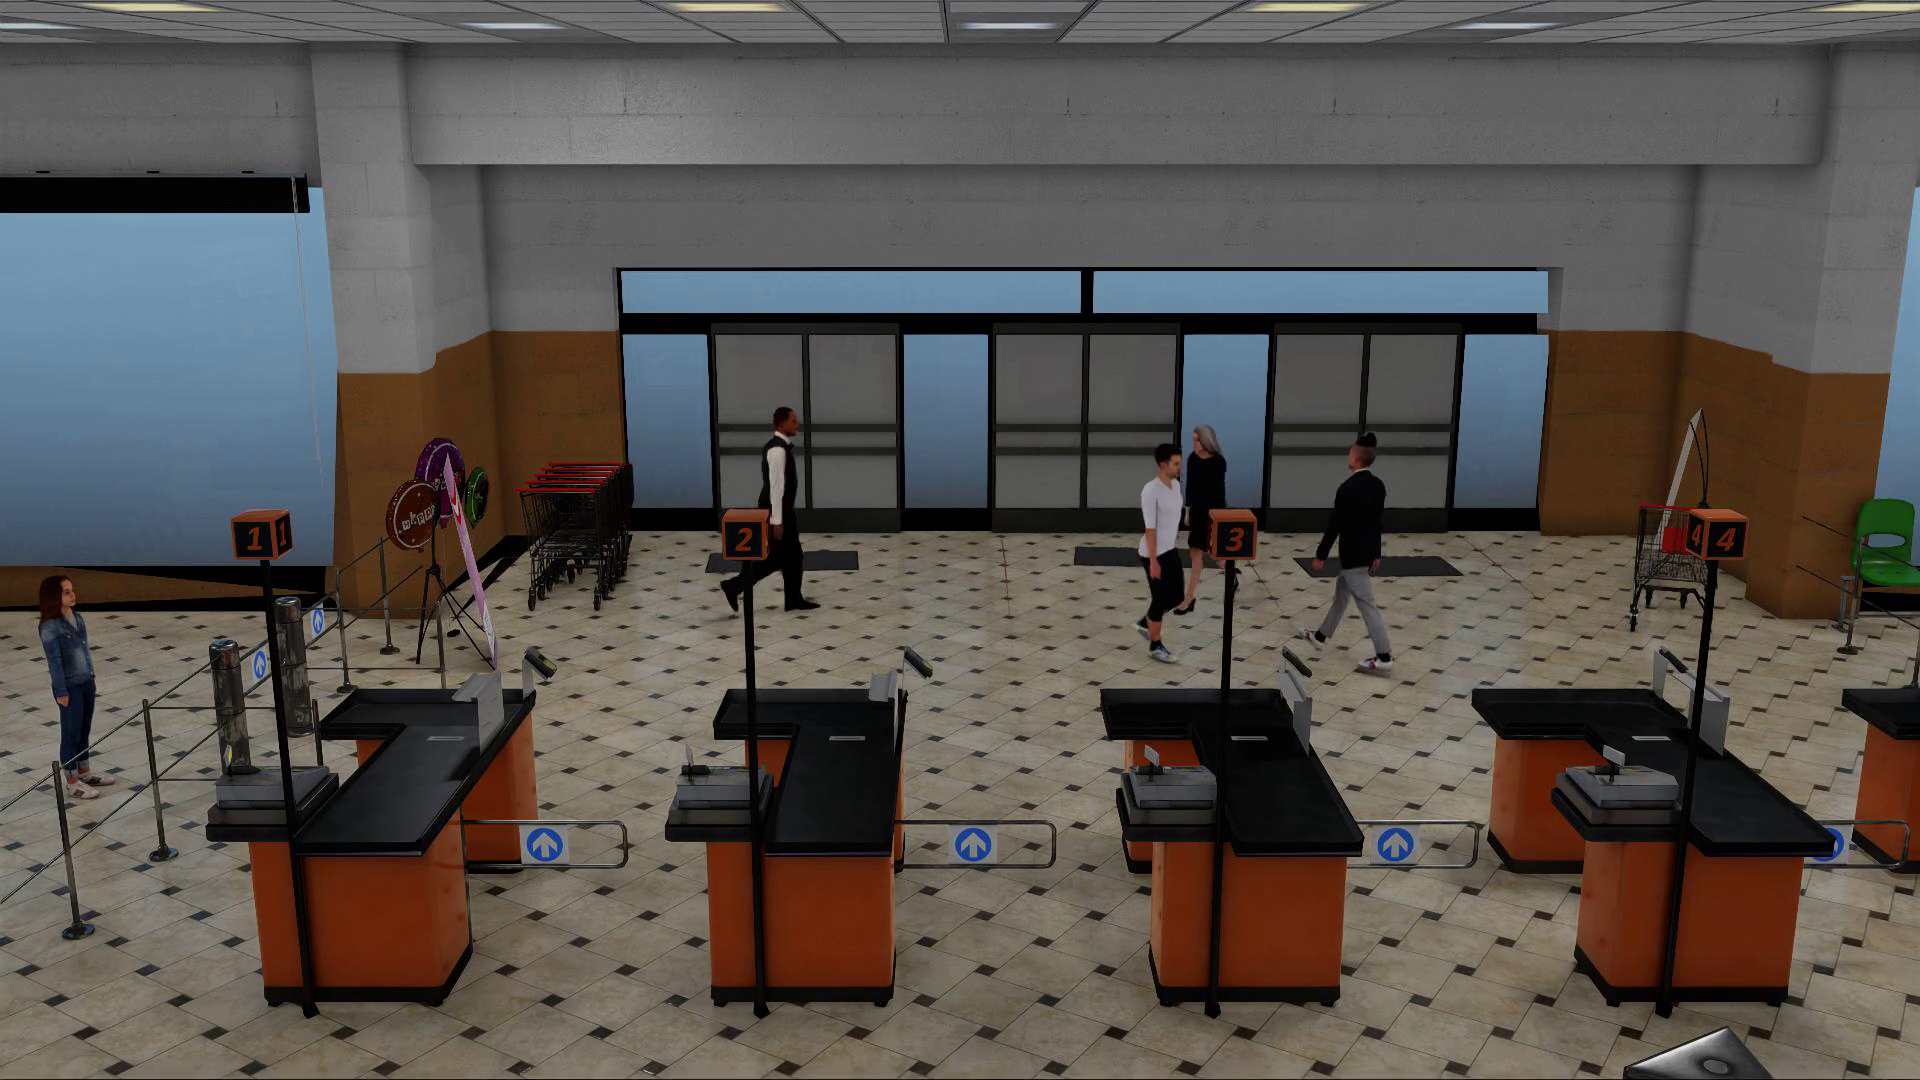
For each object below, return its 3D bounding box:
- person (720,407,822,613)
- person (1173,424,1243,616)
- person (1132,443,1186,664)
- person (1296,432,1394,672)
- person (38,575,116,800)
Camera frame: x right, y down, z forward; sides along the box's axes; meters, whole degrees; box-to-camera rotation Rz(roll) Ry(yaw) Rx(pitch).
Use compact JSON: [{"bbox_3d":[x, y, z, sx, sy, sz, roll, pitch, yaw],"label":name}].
[{"bbox_3d":[-1.740,-0.228,14.883,0.894,1.884,1.110,-3,14,-11],"label":"person"},{"bbox_3d":[2.294,-0.191,15.109,1.120,1.706,1.153,-11,17,-37],"label":"person"},{"bbox_3d":[1.567,0.098,13.648,0.933,1.834,0.871,11,17,38],"label":"person"},{"bbox_3d":[3.271,0.138,13.349,1.279,1.898,1.230,13,19,42],"label":"person"},{"bbox_3d":[-5.822,0.948,10.899,0.633,1.477,0.441,-1,14,-2],"label":"person"}]
